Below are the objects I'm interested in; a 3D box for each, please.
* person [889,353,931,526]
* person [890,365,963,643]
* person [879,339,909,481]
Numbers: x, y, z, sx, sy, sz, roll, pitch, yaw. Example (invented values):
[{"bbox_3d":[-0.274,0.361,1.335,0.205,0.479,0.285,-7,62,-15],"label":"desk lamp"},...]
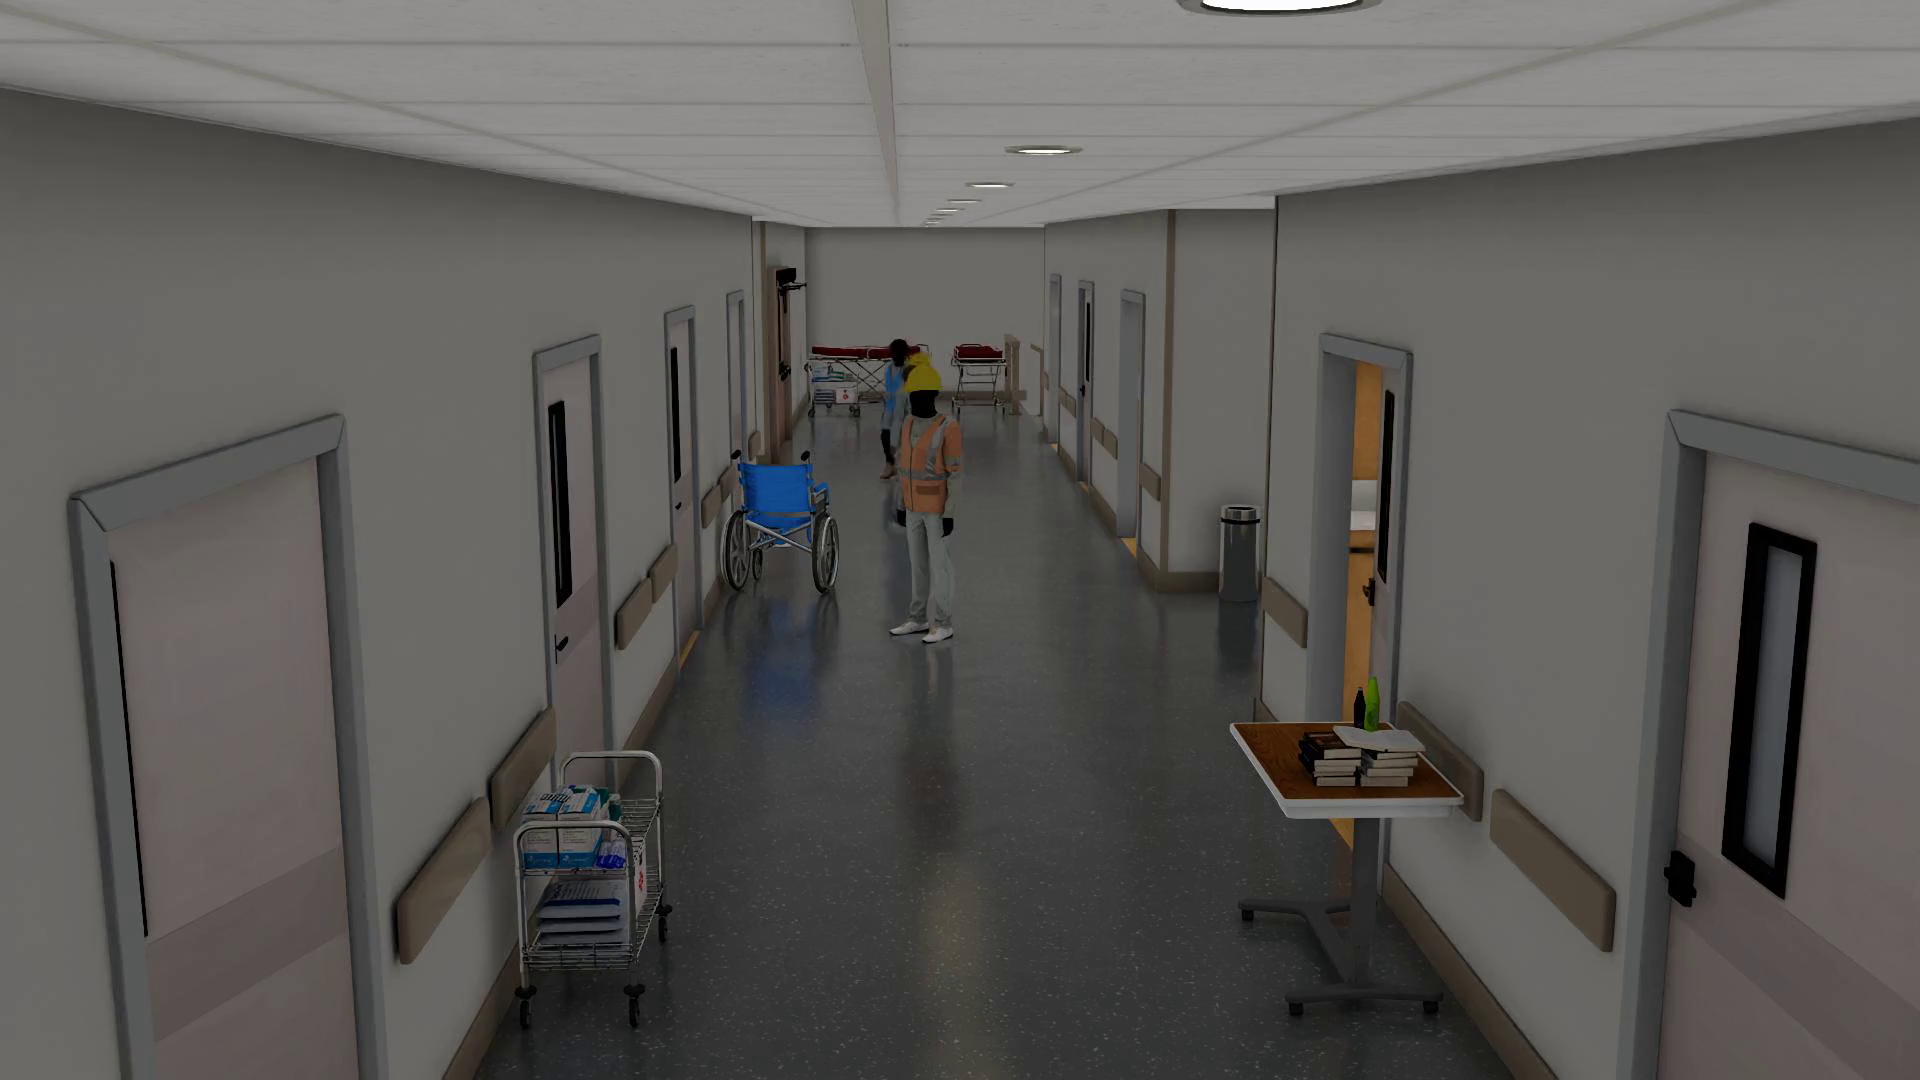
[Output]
[{"bbox_3d":[-0.365,-0.942,16.032,0.795,1.703,0.510,6,12,28],"label":"person"},{"bbox_3d":[-0.236,-0.251,11.570,0.370,1.929,0.585,-9,14,-42],"label":"person"},{"bbox_3d":[-0.679,-1.490,19.195,0.529,1.664,0.433,8,13,36],"label":"person"}]
